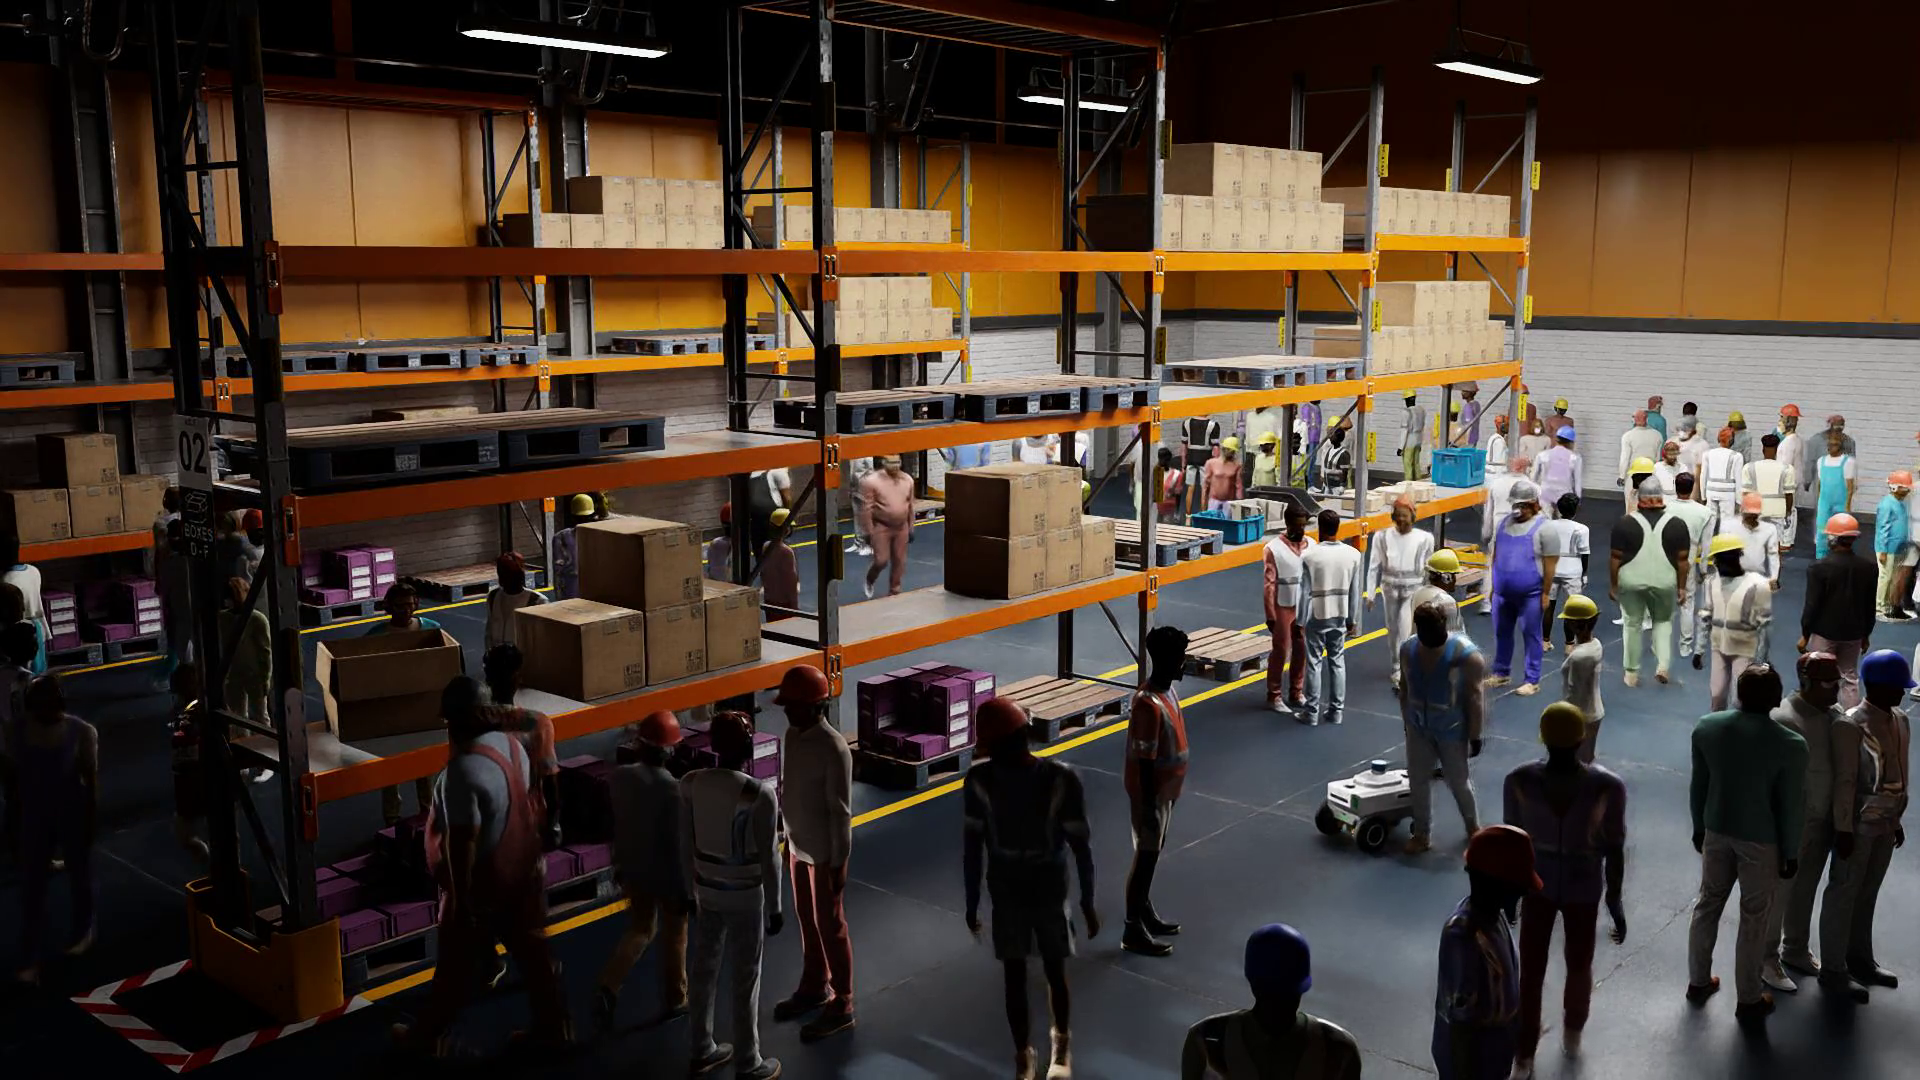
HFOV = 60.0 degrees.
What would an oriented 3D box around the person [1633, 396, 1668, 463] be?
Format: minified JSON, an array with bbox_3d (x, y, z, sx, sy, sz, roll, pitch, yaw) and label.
[{"bbox_3d":[11.224,-1.391,26.994,0.403,1.904,0.652,-4,10,-22],"label":"person"}]

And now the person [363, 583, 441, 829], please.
[{"bbox_3d":[-3.933,1.195,11.780,0.560,1.837,0.387,-8,12,-39],"label":"person"}]

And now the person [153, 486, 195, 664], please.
[{"bbox_3d":[-7.819,0.373,16.684,0.353,1.835,0.518,7,12,38],"label":"person"}]

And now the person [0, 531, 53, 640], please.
[{"bbox_3d":[-7.588,0.871,13.467,0.395,1.915,0.587,-2,10,-9],"label":"person"}]

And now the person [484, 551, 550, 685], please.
[{"bbox_3d":[-3.389,1.010,12.717,0.572,1.887,0.354,4,10,22],"label":"person"}]

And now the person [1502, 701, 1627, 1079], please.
[{"bbox_3d":[3.031,1.740,8.353,0.633,1.940,0.577,4,10,22],"label":"person"}]

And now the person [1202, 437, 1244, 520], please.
[{"bbox_3d":[3.521,-0.496,22.147,0.544,1.749,0.618,0,10,-2],"label":"person"}]

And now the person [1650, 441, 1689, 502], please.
[{"bbox_3d":[8.909,-0.337,20.996,0.590,1.827,0.407,-3,10,-17],"label":"person"}]

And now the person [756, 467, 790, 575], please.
[{"bbox_3d":[-2.477,-0.496,21.576,0.588,1.930,0.364,2,10,12],"label":"person"}]

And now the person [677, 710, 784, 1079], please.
[{"bbox_3d":[-1.137,1.767,8.239,0.576,1.876,0.358,5,11,29],"label":"person"}]

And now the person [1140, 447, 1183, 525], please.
[{"bbox_3d":[2.641,-0.400,21.790,0.554,1.686,0.489,1,10,6],"label":"person"}]

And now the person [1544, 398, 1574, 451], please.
[{"bbox_3d":[10.179,-1.534,28.280,0.525,1.762,0.340,-1,10,-8],"label":"person"}]

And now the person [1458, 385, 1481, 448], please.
[{"bbox_3d":[8.688,-1.712,28.500,0.375,2.042,0.615,5,11,29],"label":"person"}]

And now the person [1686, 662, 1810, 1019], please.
[{"bbox_3d":[4.247,1.611,9.012,0.364,1.931,0.629,-7,12,-37],"label":"person"}]

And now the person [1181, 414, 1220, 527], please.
[{"bbox_3d":[3.688,-1.188,25.432,0.611,2.030,0.410,5,11,27],"label":"person"}]

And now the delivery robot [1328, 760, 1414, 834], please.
[{"bbox_3d":[2.942,1.796,11.713,0.707,0.478,0.477,-5,11,-28],"label":"delivery robot"}]

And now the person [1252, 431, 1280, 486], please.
[{"bbox_3d":[4.181,-0.603,22.703,0.308,1.769,0.525,-7,12,-36],"label":"person"}]

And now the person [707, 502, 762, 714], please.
[{"bbox_3d":[-2.035,0.606,14.974,0.379,1.937,0.548,-8,13,-41],"label":"person"}]

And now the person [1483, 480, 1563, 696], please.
[{"bbox_3d":[5.270,0.437,15.675,0.535,2.000,0.681,-7,12,-37],"label":"person"}]

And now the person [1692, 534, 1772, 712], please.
[{"bbox_3d":[6.247,0.903,13.420,0.416,1.868,0.664,-5,11,-28],"label":"person"}]

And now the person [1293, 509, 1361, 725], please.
[{"bbox_3d":[3.228,0.683,14.615,0.598,1.908,0.403,-3,10,-19],"label":"person"}]

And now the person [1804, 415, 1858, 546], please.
[{"bbox_3d":[12.450,-0.834,23.701,0.658,1.888,0.669,1,10,5],"label":"person"}]

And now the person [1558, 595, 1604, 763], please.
[{"bbox_3d":[4.327,1.251,11.666,0.337,1.757,0.518,6,11,33],"label":"person"}]

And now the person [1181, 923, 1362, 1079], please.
[{"bbox_3d":[1.009,2.189,5.484,0.606,1.951,0.382,0,10,2],"label":"person"}]

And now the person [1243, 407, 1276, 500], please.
[{"bbox_3d":[4.831,-1.424,27.055,0.638,1.943,0.785,9,13,44],"label":"person"}]

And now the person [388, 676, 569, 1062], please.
[{"bbox_3d":[-2.465,1.644,8.469,0.924,2.000,0.755,2,10,12],"label":"person"}]

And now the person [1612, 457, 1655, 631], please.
[{"bbox_3d":[7.504,0.044,18.364,0.381,1.924,0.593,-1,10,-8],"label":"person"}]

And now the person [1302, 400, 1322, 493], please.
[{"bbox_3d":[6.212,-1.771,29.216,0.398,1.922,0.617,6,11,33],"label":"person"}]

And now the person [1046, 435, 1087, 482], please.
[{"bbox_3d":[1.475,-0.705,23.083,0.570,1.840,0.372,0,10,-1],"label":"person"}]

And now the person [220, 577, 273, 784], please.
[{"bbox_3d":[-5.588,1.090,12.991,0.501,1.633,0.284,3,10,18],"label":"person"}]

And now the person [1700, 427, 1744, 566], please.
[{"bbox_3d":[10.123,-0.560,22.099,0.353,1.883,0.578,-7,12,-37],"label":"person"}]

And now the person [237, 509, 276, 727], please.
[{"bbox_3d":[-6.085,0.679,14.577,0.385,1.929,0.543,6,11,33],"label":"person"}]

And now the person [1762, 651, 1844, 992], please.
[{"bbox_3d":[4.764,1.562,9.356,0.638,1.911,0.406,-5,11,-29],"label":"person"}]

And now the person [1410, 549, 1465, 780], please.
[{"bbox_3d":[3.761,0.976,13.125,0.404,1.824,0.586,-1,10,-8],"label":"person"}]

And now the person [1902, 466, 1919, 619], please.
[{"bbox_3d":[10.954,-0.043,18.932,0.588,1.909,0.474,1,10,4],"label":"person"}]

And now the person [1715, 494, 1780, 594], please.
[{"bbox_3d":[8.094,0.370,17.098,0.560,1.691,0.929,2,10,10],"label":"person"}]

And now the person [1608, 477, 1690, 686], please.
[{"bbox_3d":[6.582,0.391,15.951,0.709,2.000,0.540,3,10,15],"label":"person"}]

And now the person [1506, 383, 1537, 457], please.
[{"bbox_3d":[9.600,-1.696,28.547,0.611,1.996,0.375,-5,11,-28],"label":"person"}]

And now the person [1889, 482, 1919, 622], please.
[{"bbox_3d":[10.949,-0.022,18.761,0.974,1.912,0.631,-3,10,-18],"label":"person"}]

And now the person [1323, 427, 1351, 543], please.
[{"bbox_3d":[5.429,-0.799,24.071,0.318,1.700,0.535,-4,10,-22],"label":"person"}]

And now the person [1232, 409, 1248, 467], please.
[{"bbox_3d":[5.352,-2.054,31.781,0.318,1.630,0.513,6,11,33],"label":"person"}]

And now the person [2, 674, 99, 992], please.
[{"bbox_3d":[-5.153,1.622,9.383,0.580,1.774,0.974,-2,10,-11],"label":"person"}]

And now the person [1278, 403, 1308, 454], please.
[{"bbox_3d":[5.244,-1.268,26.356,0.351,1.876,0.575,-7,12,-37],"label":"person"}]
